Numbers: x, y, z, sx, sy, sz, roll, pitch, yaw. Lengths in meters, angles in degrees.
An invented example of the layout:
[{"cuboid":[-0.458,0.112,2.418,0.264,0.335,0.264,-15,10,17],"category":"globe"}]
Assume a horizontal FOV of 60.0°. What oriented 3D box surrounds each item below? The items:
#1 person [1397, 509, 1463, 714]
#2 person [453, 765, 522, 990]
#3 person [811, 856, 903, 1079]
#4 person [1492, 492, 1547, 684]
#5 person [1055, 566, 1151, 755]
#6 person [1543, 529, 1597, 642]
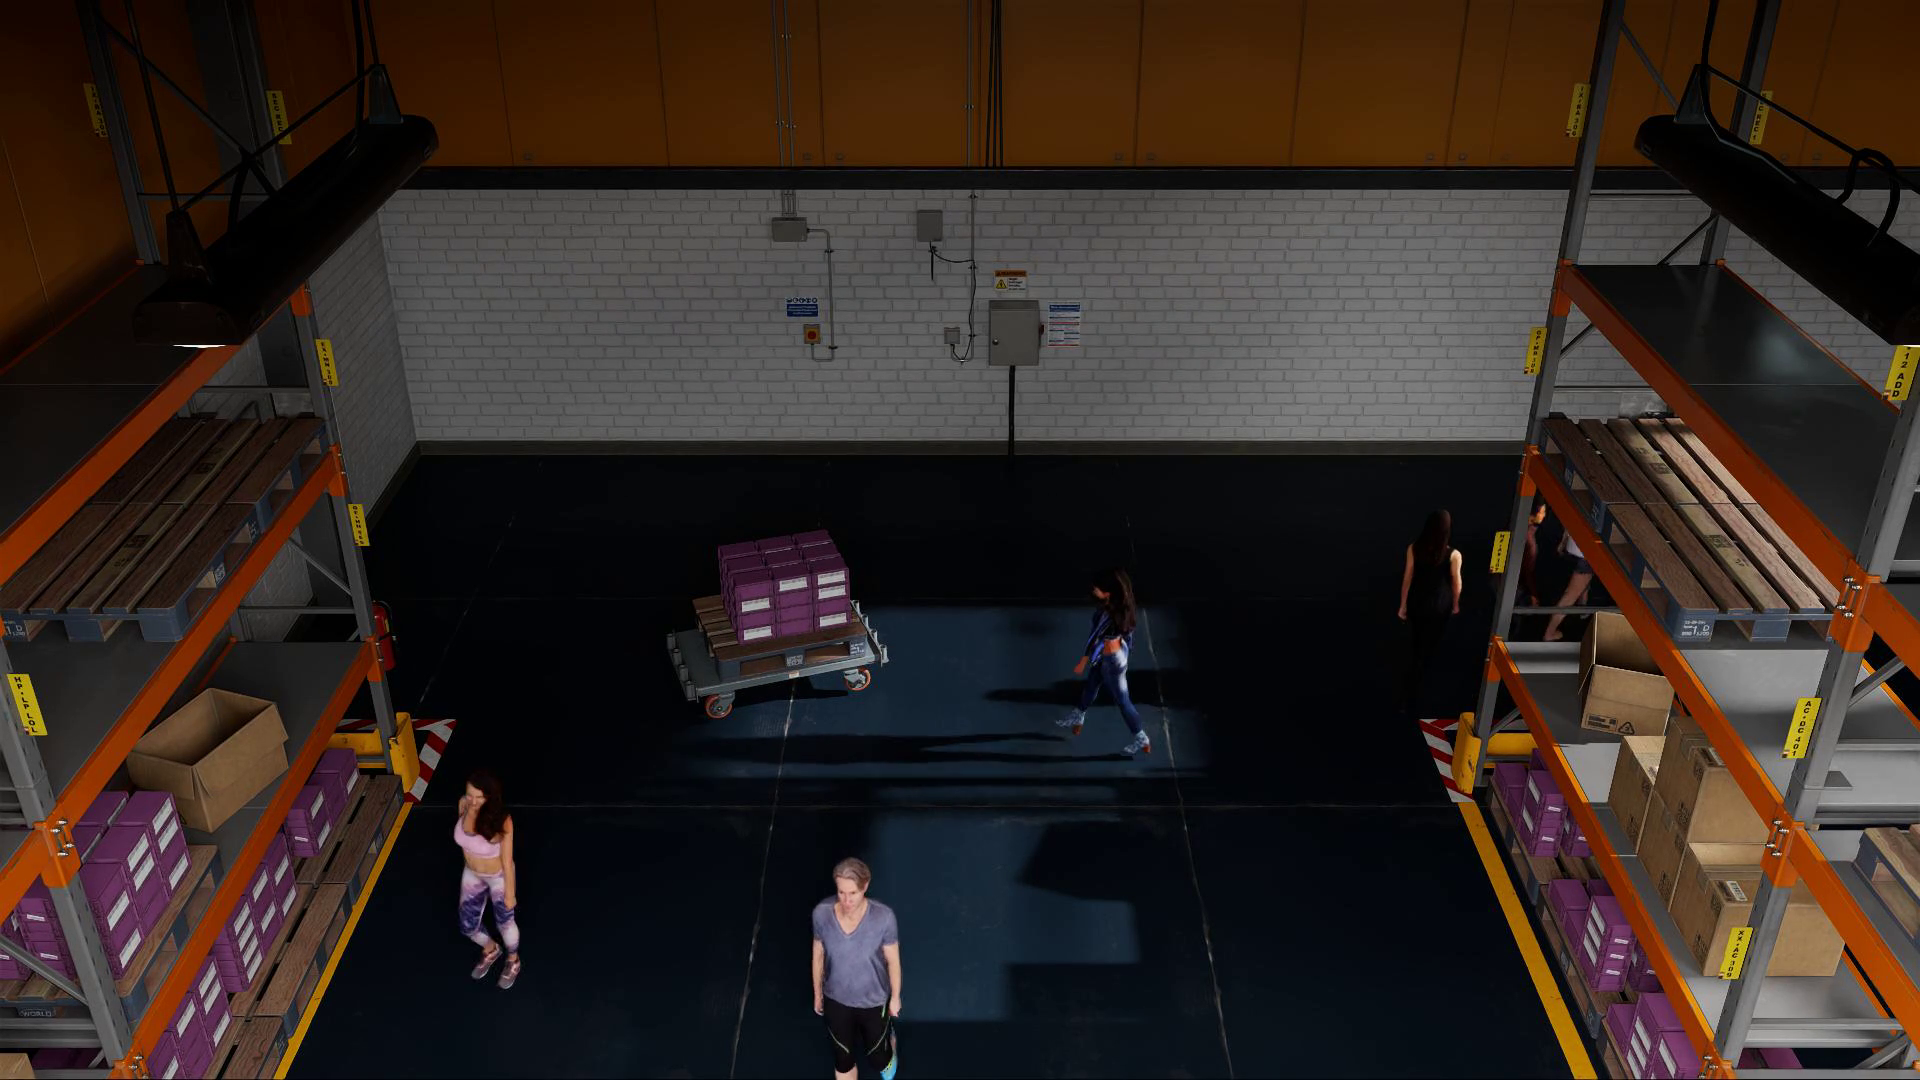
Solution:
[{"cuboid":[3.649,0.590,13.048,1.001,1.643,1.191,18,33,29],"category":"person"},{"cuboid":[-2.874,2.058,10.244,0.737,1.749,0.724,16,33,27],"category":"person"},{"cuboid":[-0.558,2.505,9.302,0.757,1.867,1.015,5,29,9],"category":"person"},{"cuboid":[4.349,0.405,13.262,0.724,1.761,0.537,-3,29,-5],"category":"person"},{"cuboid":[1.206,0.938,12.469,0.834,1.586,1.009,8,30,15],"category":"person"},{"cuboid":[5.145,0.125,13.866,0.925,1.674,0.997,-14,32,-24],"category":"person"}]
